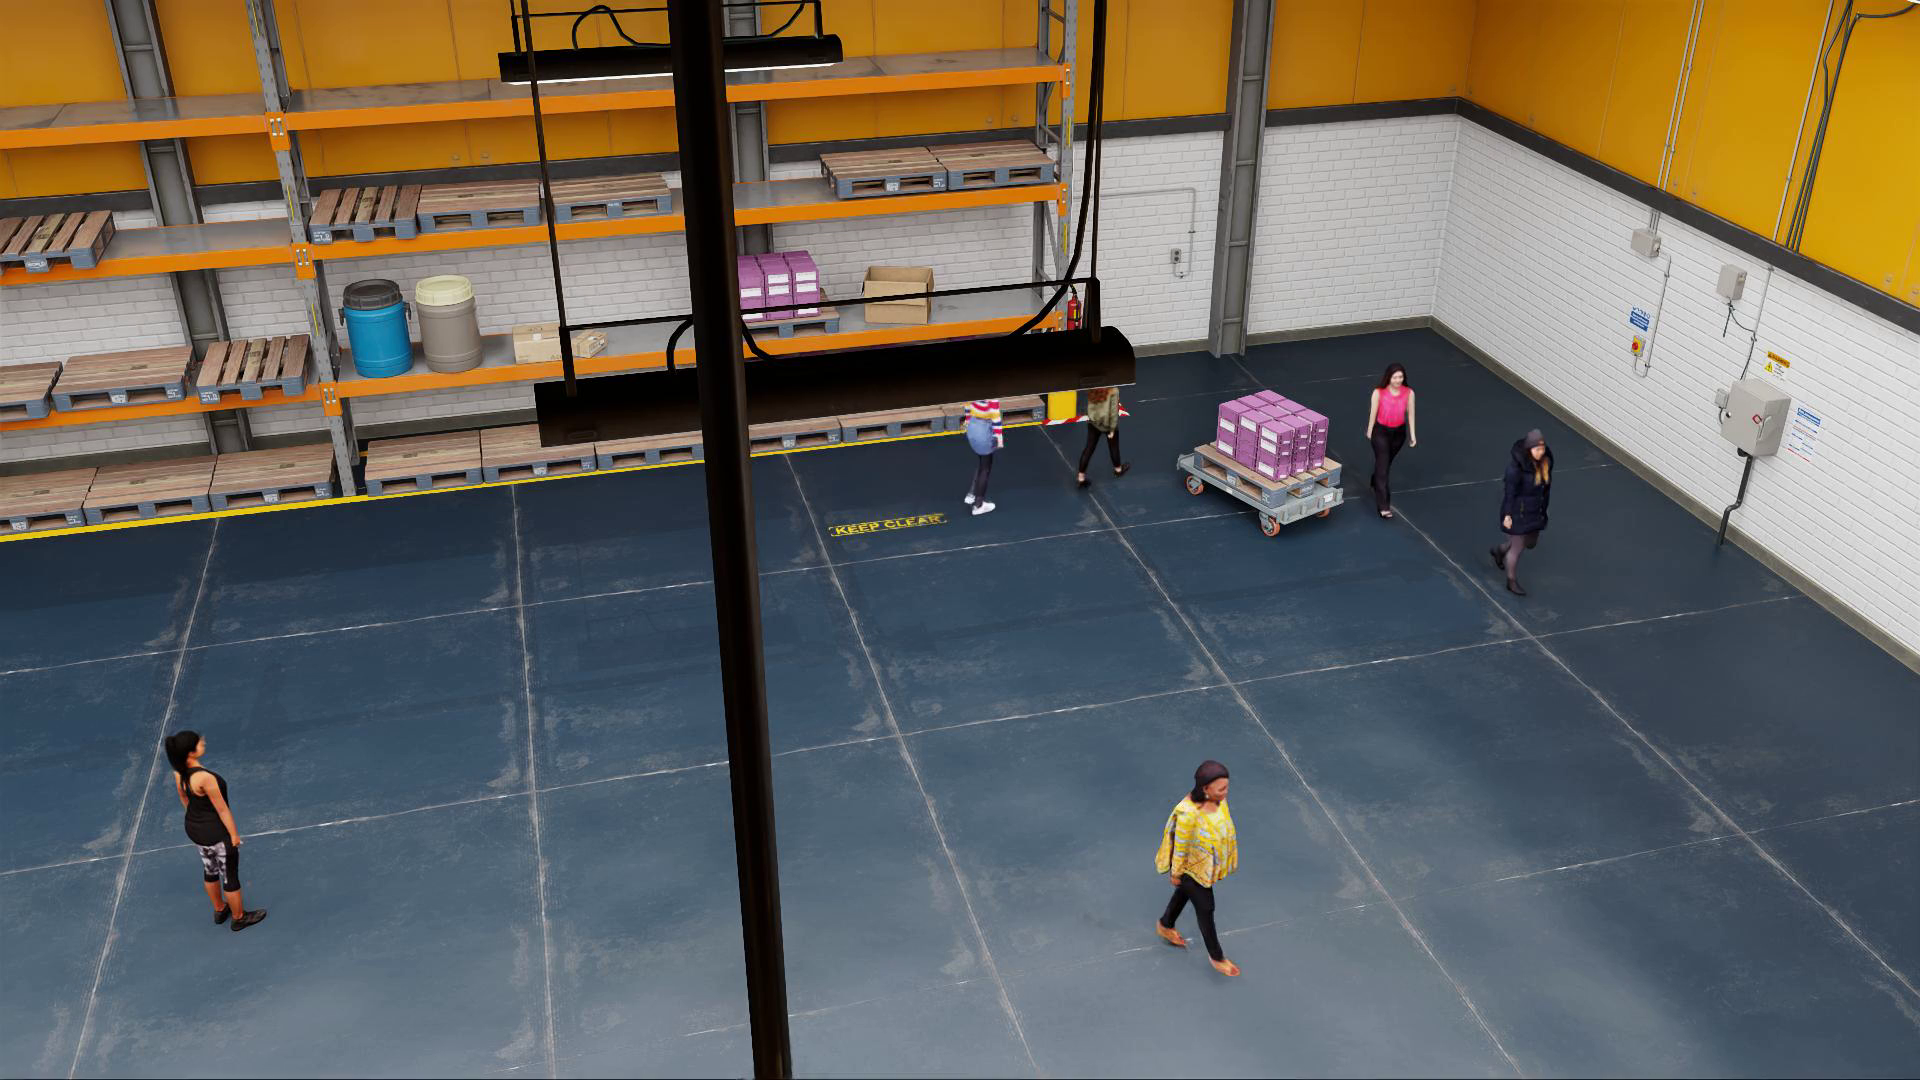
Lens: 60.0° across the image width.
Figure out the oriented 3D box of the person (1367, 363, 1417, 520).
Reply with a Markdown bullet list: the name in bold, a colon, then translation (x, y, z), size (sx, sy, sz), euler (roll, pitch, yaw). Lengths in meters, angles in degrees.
- **person**: translation (4.440, -1.089, 17.311), size (1.085, 1.605, 0.719), euler (-5, 29, -9)

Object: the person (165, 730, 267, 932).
- **person**: translation (-5.223, 2.004, 11.582), size (0.641, 1.661, 0.706), euler (15, 32, 25)

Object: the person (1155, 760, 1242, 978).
- **person**: translation (1.540, 2.169, 11.316), size (1.064, 1.625, 1.030), euler (19, 34, 31)

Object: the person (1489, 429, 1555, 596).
- **person**: translation (5.314, -0.307, 15.814), size (0.829, 1.666, 0.836), euler (-15, 32, -25)

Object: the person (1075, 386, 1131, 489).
- **person**: translation (1.465, -1.210, 17.706), size (0.915, 1.439, 1.091), euler (25, 37, 38)

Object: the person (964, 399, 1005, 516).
- **person**: translation (0.157, -1.069, 17.073), size (0.750, 1.798, 0.751), euler (-19, 34, -31)
